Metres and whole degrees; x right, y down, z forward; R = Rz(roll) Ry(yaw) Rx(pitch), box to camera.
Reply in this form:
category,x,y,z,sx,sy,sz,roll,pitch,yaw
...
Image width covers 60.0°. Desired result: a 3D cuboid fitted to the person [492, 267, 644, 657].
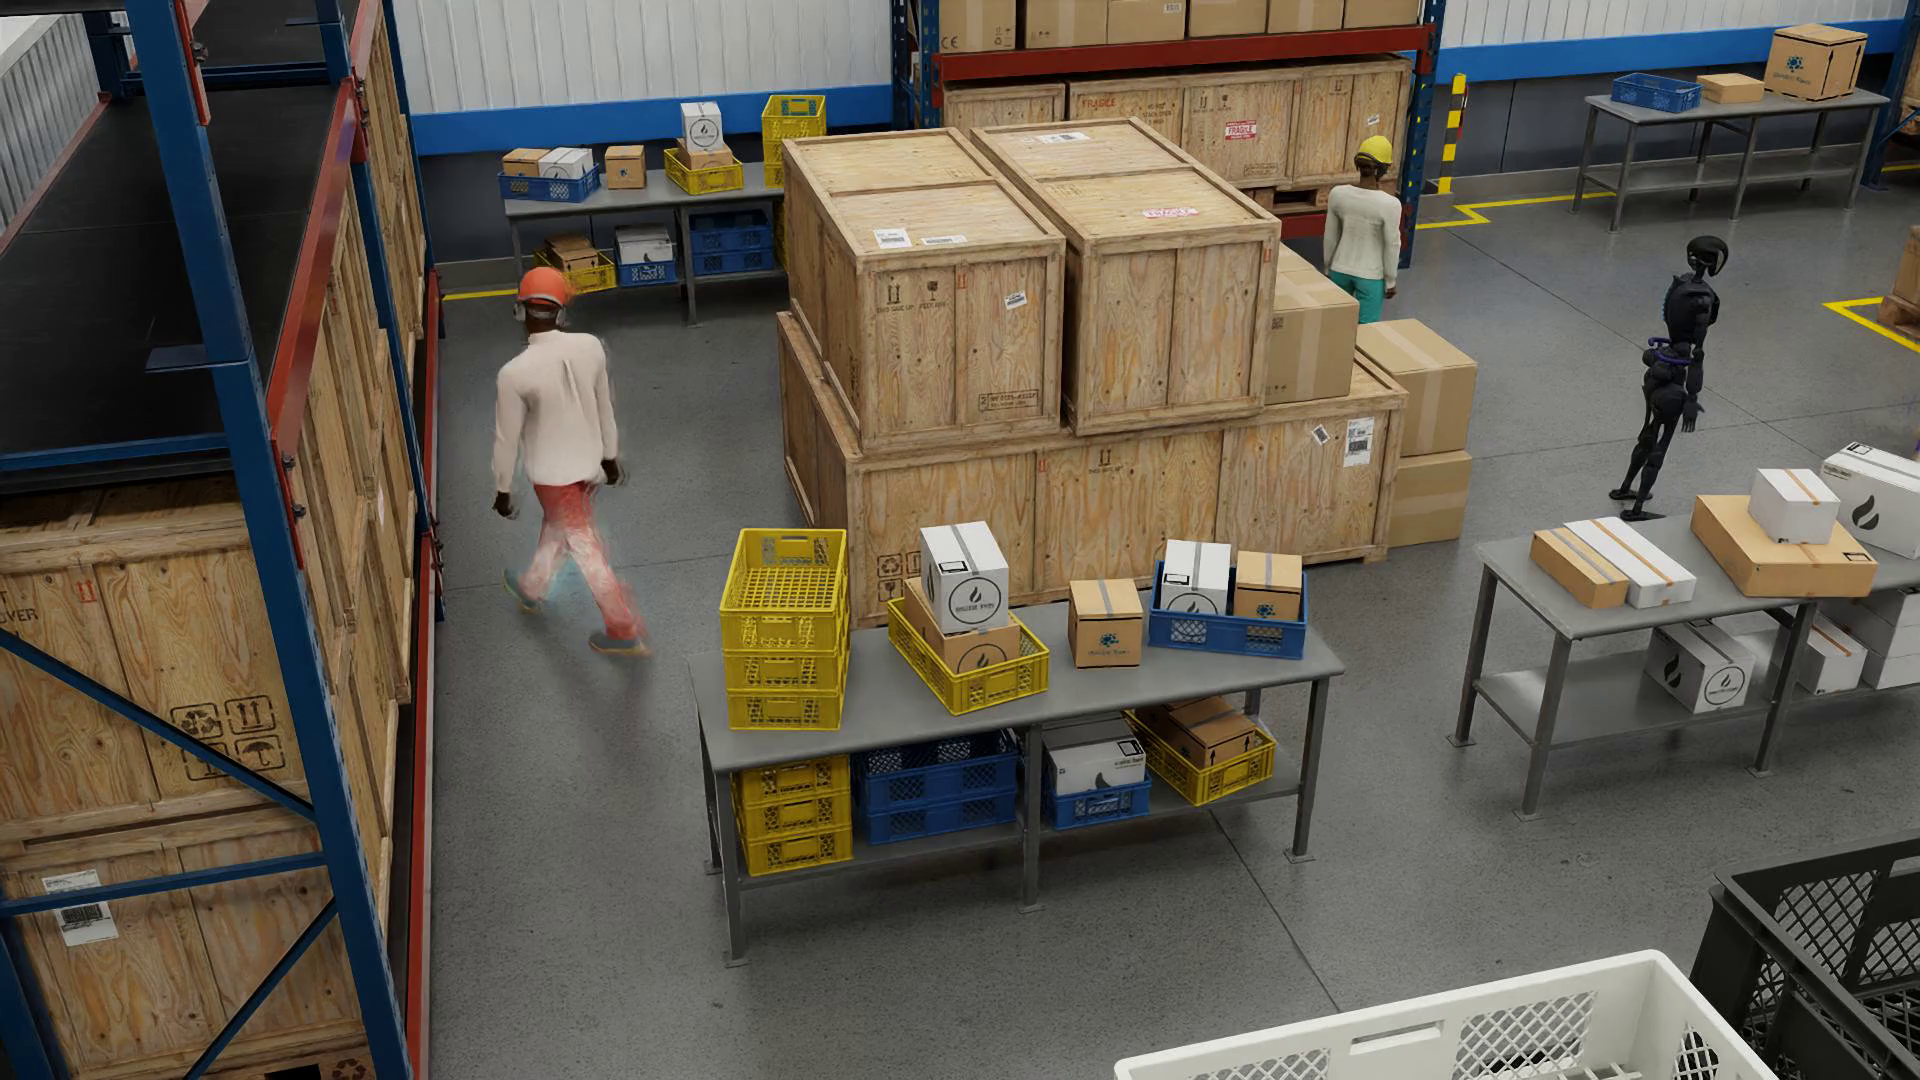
category,x,y,z,sx,sy,sz,roll,pitch,yaw
person,-1.986,-0.367,8.077,1.037,1.914,0.648,17,33,28

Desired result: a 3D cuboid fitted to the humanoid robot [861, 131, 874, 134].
category,x,y,z,sx,sy,sz,roll,pitch,yaw
humanoid robot,-0.604,-1.896,11.089,0.590,1.647,0.359,-3,29,-5

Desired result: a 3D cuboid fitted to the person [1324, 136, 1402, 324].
category,x,y,z,sx,sy,sz,roll,pitch,yaw
person,2.567,-1.709,10.674,0.522,1.760,0.320,22,36,35

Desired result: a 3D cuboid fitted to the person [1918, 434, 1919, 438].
category,x,y,z,sx,sy,sz,roll,pitch,yaw
person,6.136,-1.388,9.801,0.608,2.000,0.691,-7,30,-13

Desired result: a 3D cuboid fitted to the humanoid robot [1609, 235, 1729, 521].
category,x,y,z,sx,sy,sz,roll,pitch,yaw
humanoid robot,3.983,-0.907,9.303,0.334,1.648,0.576,4,29,7
